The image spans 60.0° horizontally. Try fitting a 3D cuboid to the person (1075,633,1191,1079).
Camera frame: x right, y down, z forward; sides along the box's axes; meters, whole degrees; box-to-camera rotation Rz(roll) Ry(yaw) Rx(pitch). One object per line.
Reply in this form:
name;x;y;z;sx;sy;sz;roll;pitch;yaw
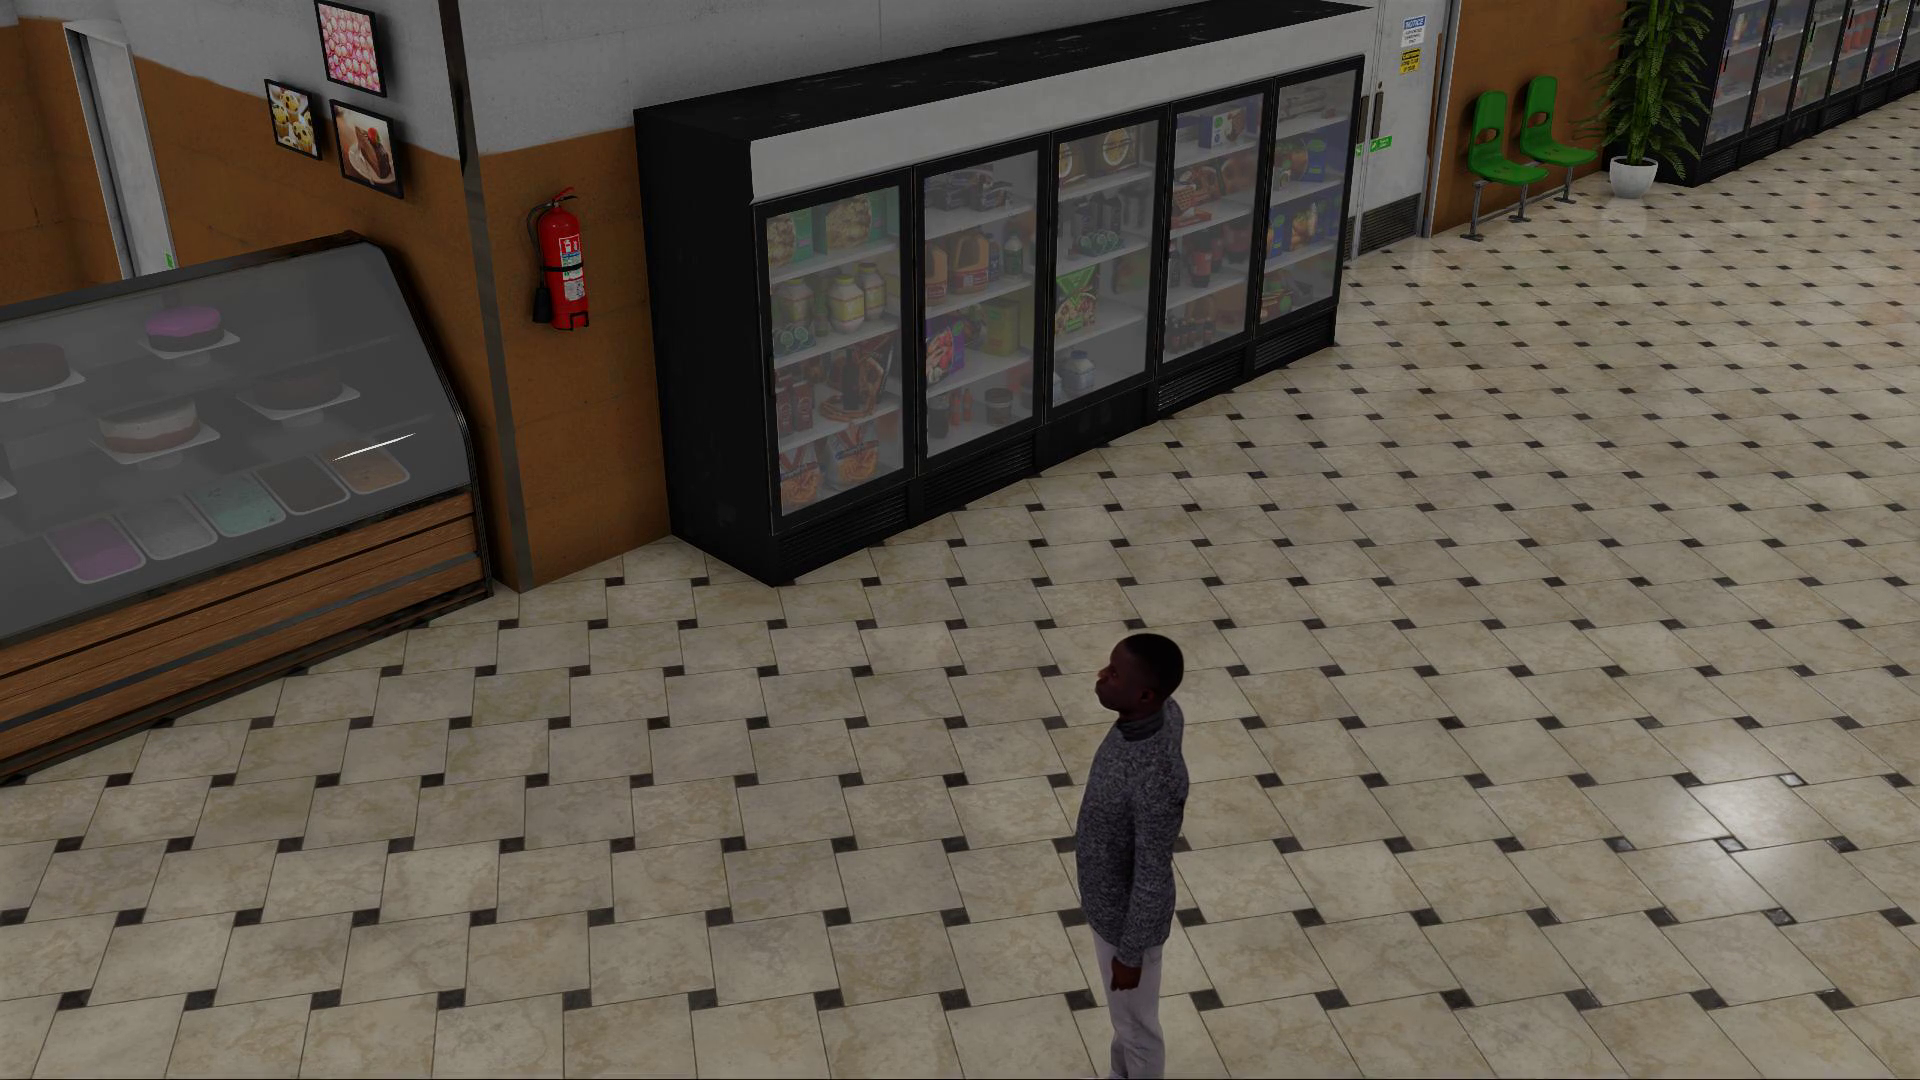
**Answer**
person;0.511;1.070;4.887;0.807;1.839;0.740;0;27;-1
